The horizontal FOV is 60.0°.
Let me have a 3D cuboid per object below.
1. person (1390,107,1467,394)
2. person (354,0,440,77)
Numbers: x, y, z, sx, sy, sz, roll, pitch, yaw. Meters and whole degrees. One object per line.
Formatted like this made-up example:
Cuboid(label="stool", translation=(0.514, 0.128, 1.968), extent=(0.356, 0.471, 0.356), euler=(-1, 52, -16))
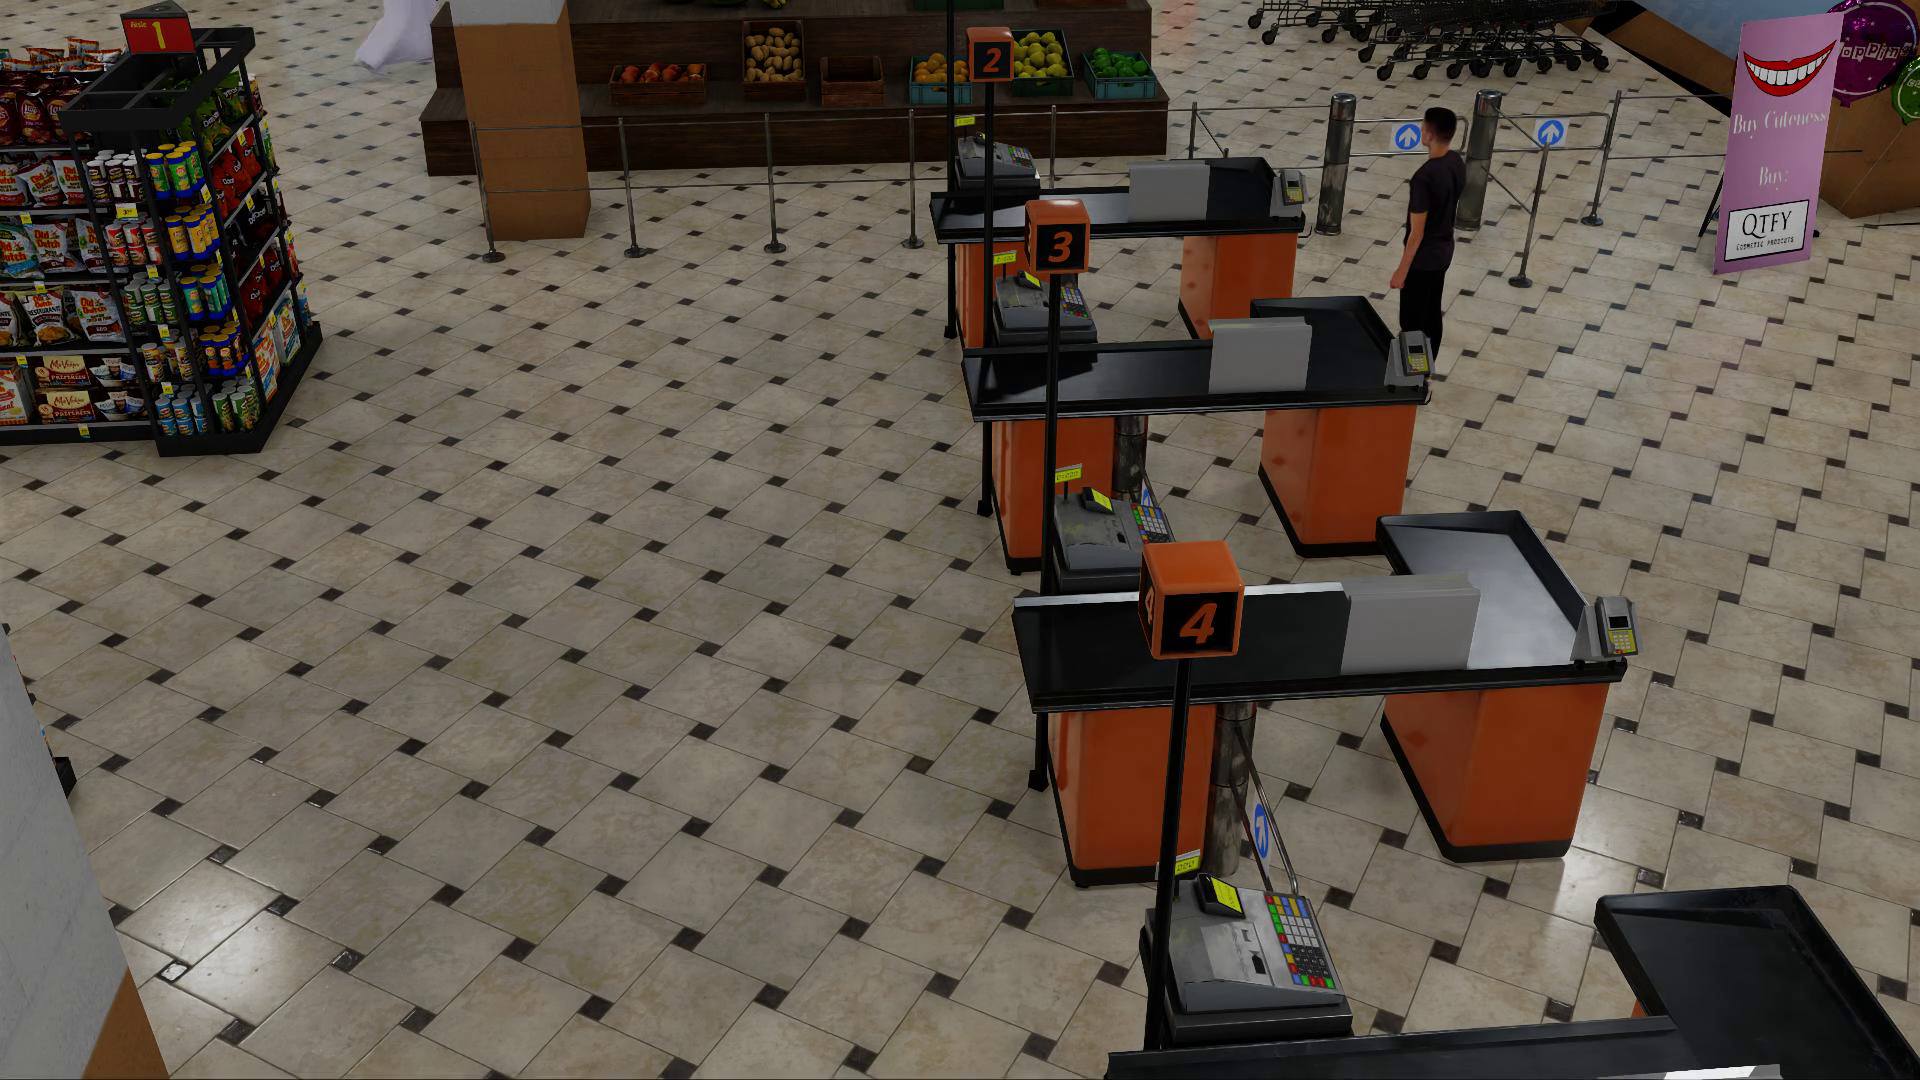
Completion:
Cuboid(label="person", translation=(2.683, -1.621, 9.598), extent=(0.748, 1.761, 0.696), euler=(22, 38, 31))
Cuboid(label="person", translation=(-5.250, -5.197, 15.224), extent=(1.344, 1.891, 0.993), euler=(-14, 34, -21))
